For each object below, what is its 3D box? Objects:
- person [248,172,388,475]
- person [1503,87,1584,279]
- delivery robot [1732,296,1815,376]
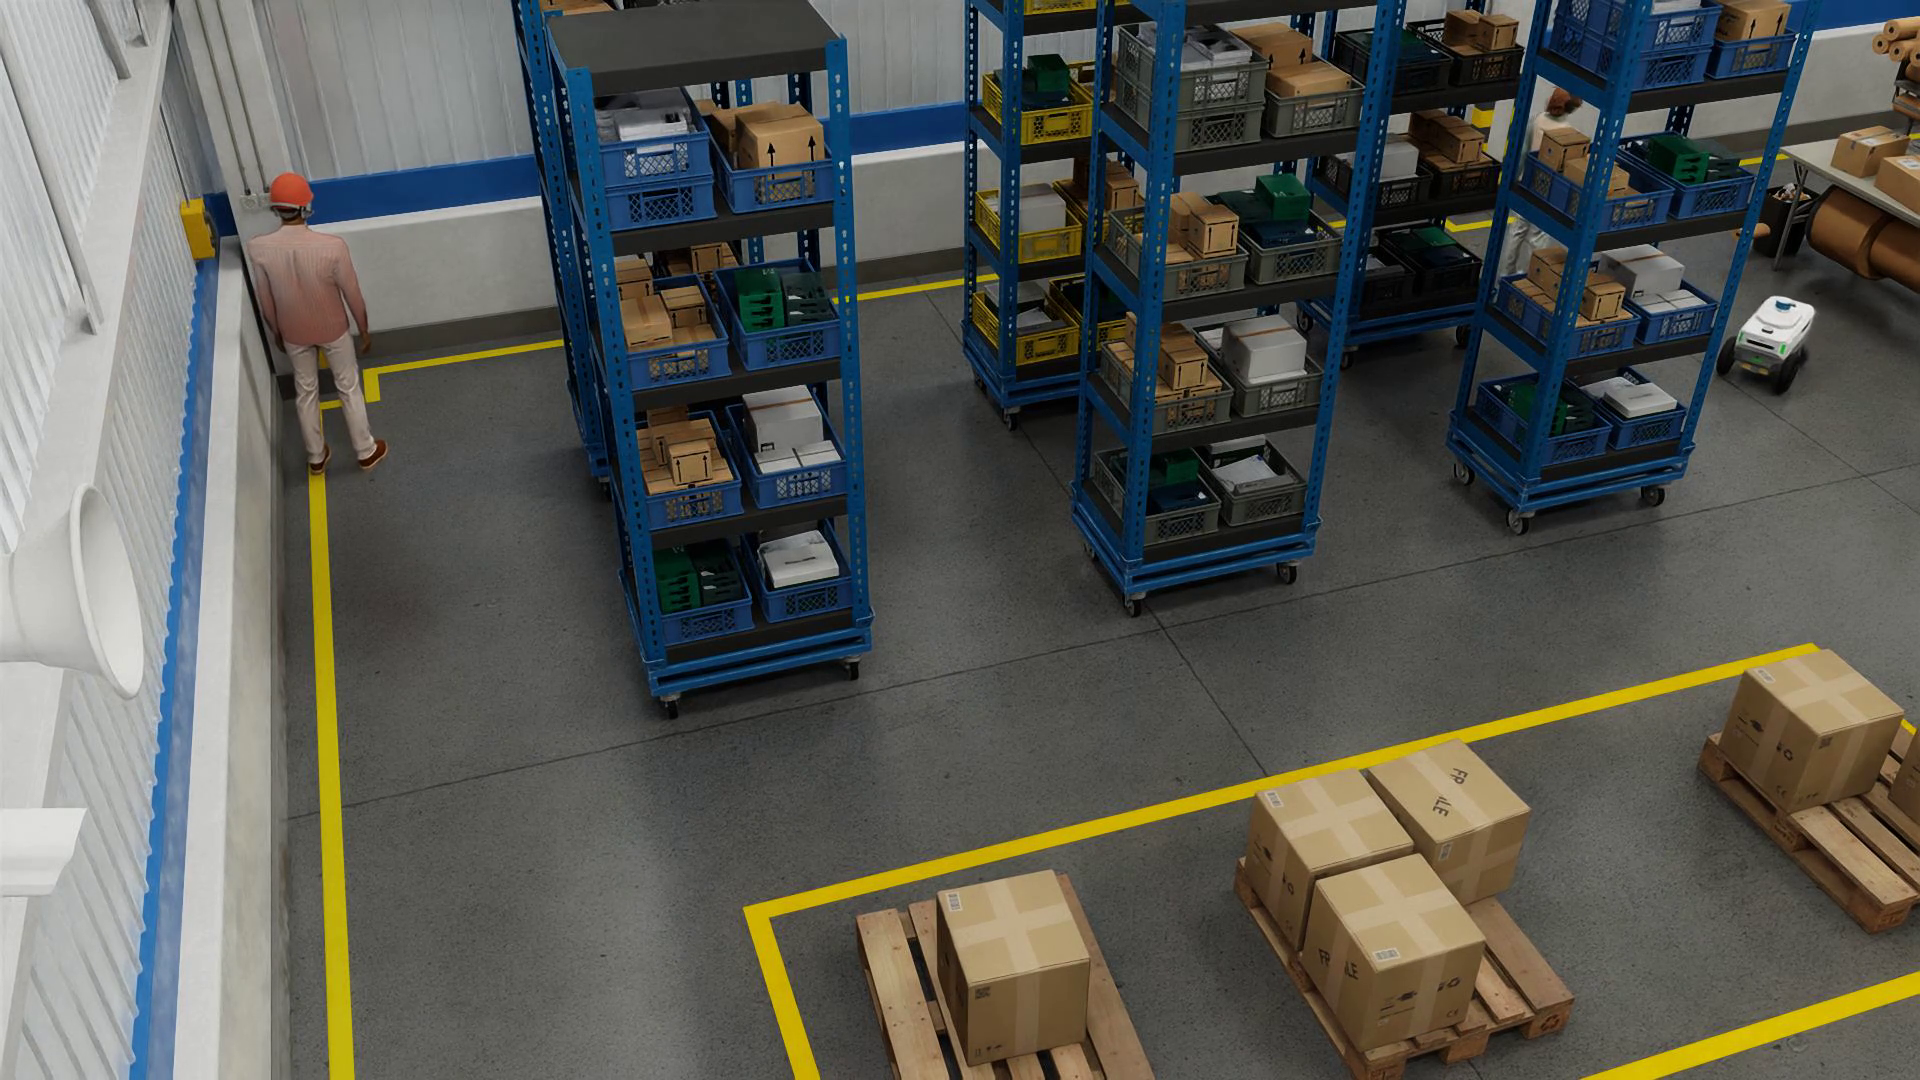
[{"bbox_3d":[-4.038,-1.352,10.485,0.633,1.981,0.436,-4,35,-5],"label":"person"},{"bbox_3d":[4.428,-2.660,12.630,0.315,1.634,0.545,-15,38,-21],"label":"person"},{"bbox_3d":[5.796,-1.494,11.827,0.477,0.478,0.707,25,42,31],"label":"delivery robot"}]
